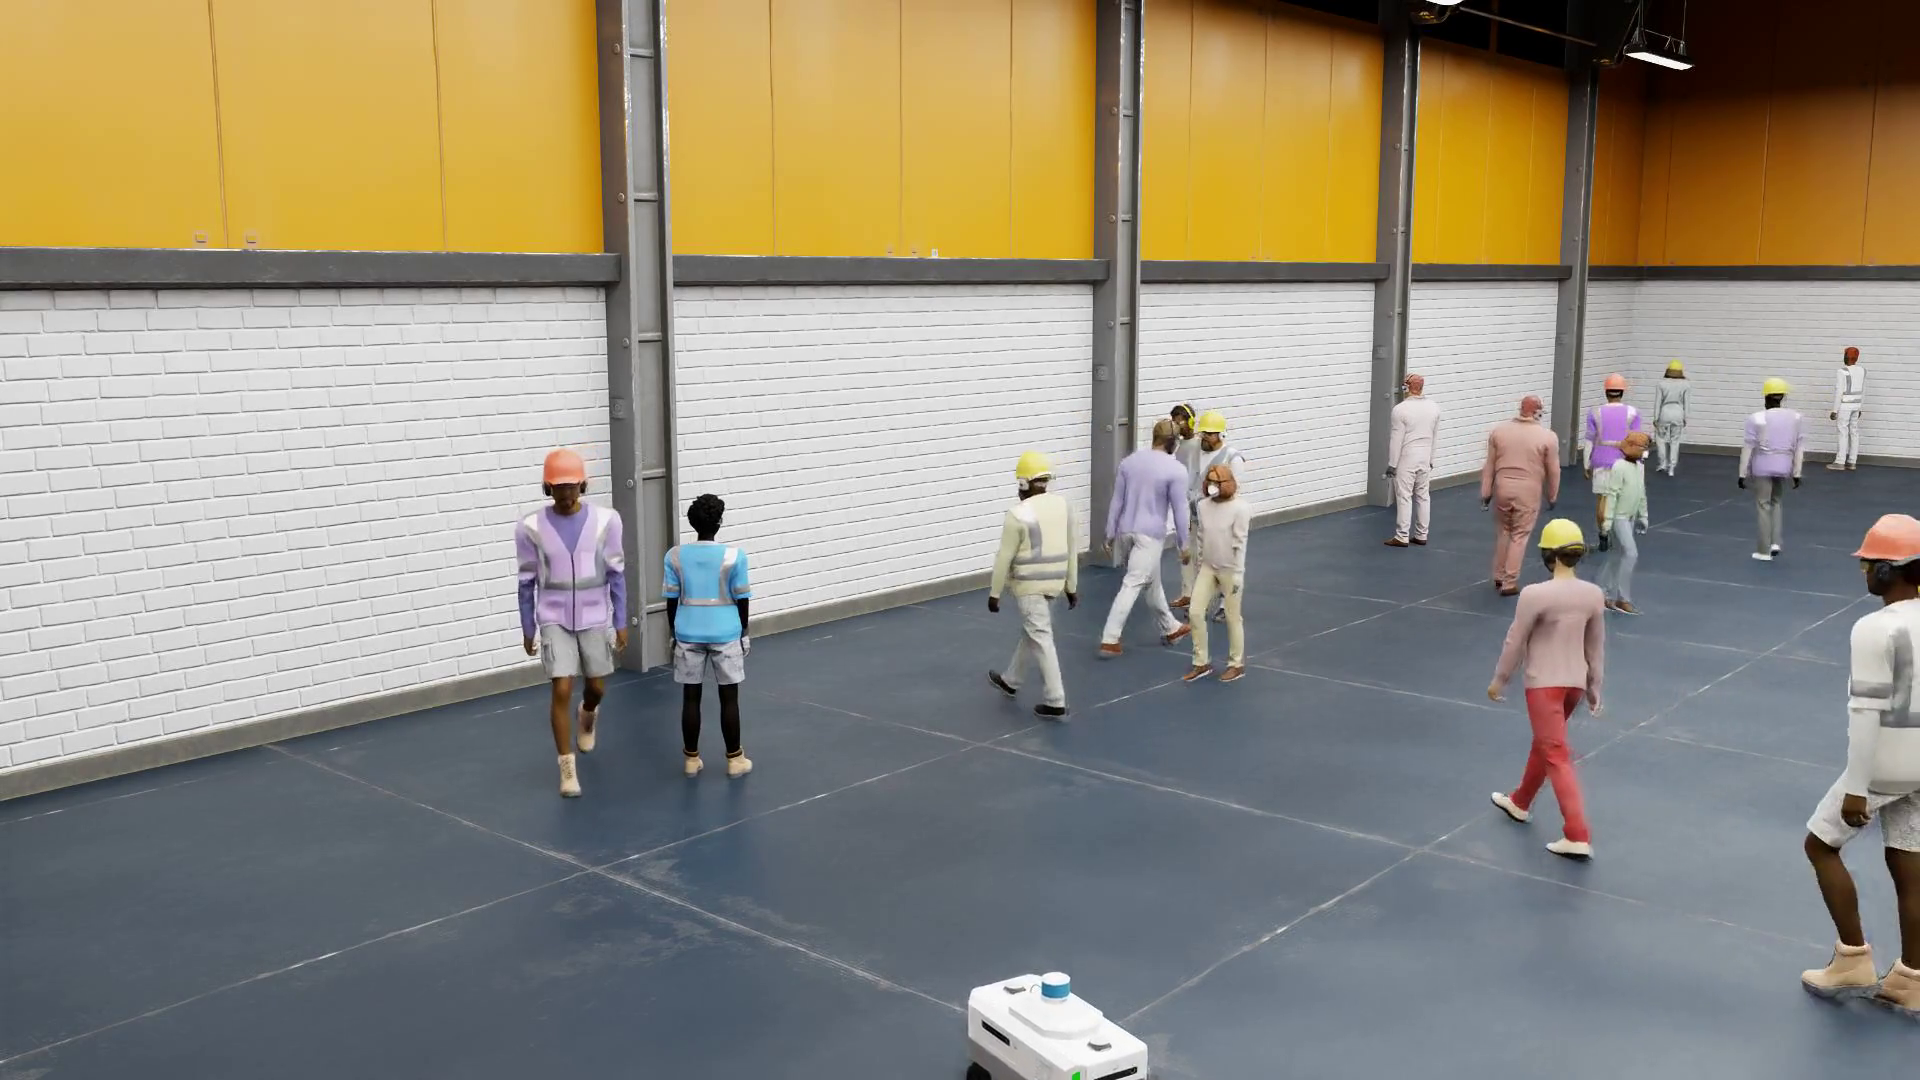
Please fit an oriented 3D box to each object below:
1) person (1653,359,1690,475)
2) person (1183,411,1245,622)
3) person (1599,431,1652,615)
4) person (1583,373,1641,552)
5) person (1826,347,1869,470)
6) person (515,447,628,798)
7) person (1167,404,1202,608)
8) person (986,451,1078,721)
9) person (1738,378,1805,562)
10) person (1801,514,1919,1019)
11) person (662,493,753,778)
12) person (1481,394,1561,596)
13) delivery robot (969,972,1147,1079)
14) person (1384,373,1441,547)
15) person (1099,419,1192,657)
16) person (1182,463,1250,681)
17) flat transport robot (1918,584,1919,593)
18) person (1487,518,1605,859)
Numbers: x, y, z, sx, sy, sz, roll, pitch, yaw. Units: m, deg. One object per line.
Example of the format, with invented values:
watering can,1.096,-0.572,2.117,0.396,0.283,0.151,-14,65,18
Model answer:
person,10.607,-1.829,24.823,0.502,1.725,0.466,2,9,12
person,2.173,-0.207,14.368,0.406,1.823,0.590,-8,12,-41
person,5.909,-0.152,14.629,0.520,1.605,0.615,-9,12,-43
person,7.032,-0.838,17.976,0.569,1.924,0.496,3,10,19
person,13.592,-2.009,25.473,0.575,1.882,0.355,-3,10,-21
person,-2.268,0.433,9.738,0.624,2.014,0.804,-3,9,-16
person,2.178,-0.308,14.925,0.657,1.839,0.580,-5,10,-28
person,0.436,0.293,11.292,0.625,1.785,0.900,-8,12,-42
person,8.427,-0.736,17.363,0.611,1.912,0.500,0,9,-1
person,3.726,0.905,6.731,0.633,2.020,0.602,-5,10,-27
person,-1.486,0.572,9.843,0.535,1.697,0.322,1,9,9
person,5.254,-0.419,15.511,0.664,1.877,0.692,8,12,41
delivery robot,0.328,1.744,5.762,0.477,0.478,0.707,-6,11,-31
person,4.939,-0.872,18.253,0.640,1.909,0.409,-5,10,-28
person,1.486,-0.017,13.073,1.105,1.849,0.632,-7,11,-38
person,1.861,0.252,12.114,0.505,1.614,0.595,9,13,44
flat transport robot,9.350,0.328,15.839,1.431,0.197,0.652,-7,11,-36
person,3.069,0.744,8.698,0.534,1.720,0.876,-4,10,-26
